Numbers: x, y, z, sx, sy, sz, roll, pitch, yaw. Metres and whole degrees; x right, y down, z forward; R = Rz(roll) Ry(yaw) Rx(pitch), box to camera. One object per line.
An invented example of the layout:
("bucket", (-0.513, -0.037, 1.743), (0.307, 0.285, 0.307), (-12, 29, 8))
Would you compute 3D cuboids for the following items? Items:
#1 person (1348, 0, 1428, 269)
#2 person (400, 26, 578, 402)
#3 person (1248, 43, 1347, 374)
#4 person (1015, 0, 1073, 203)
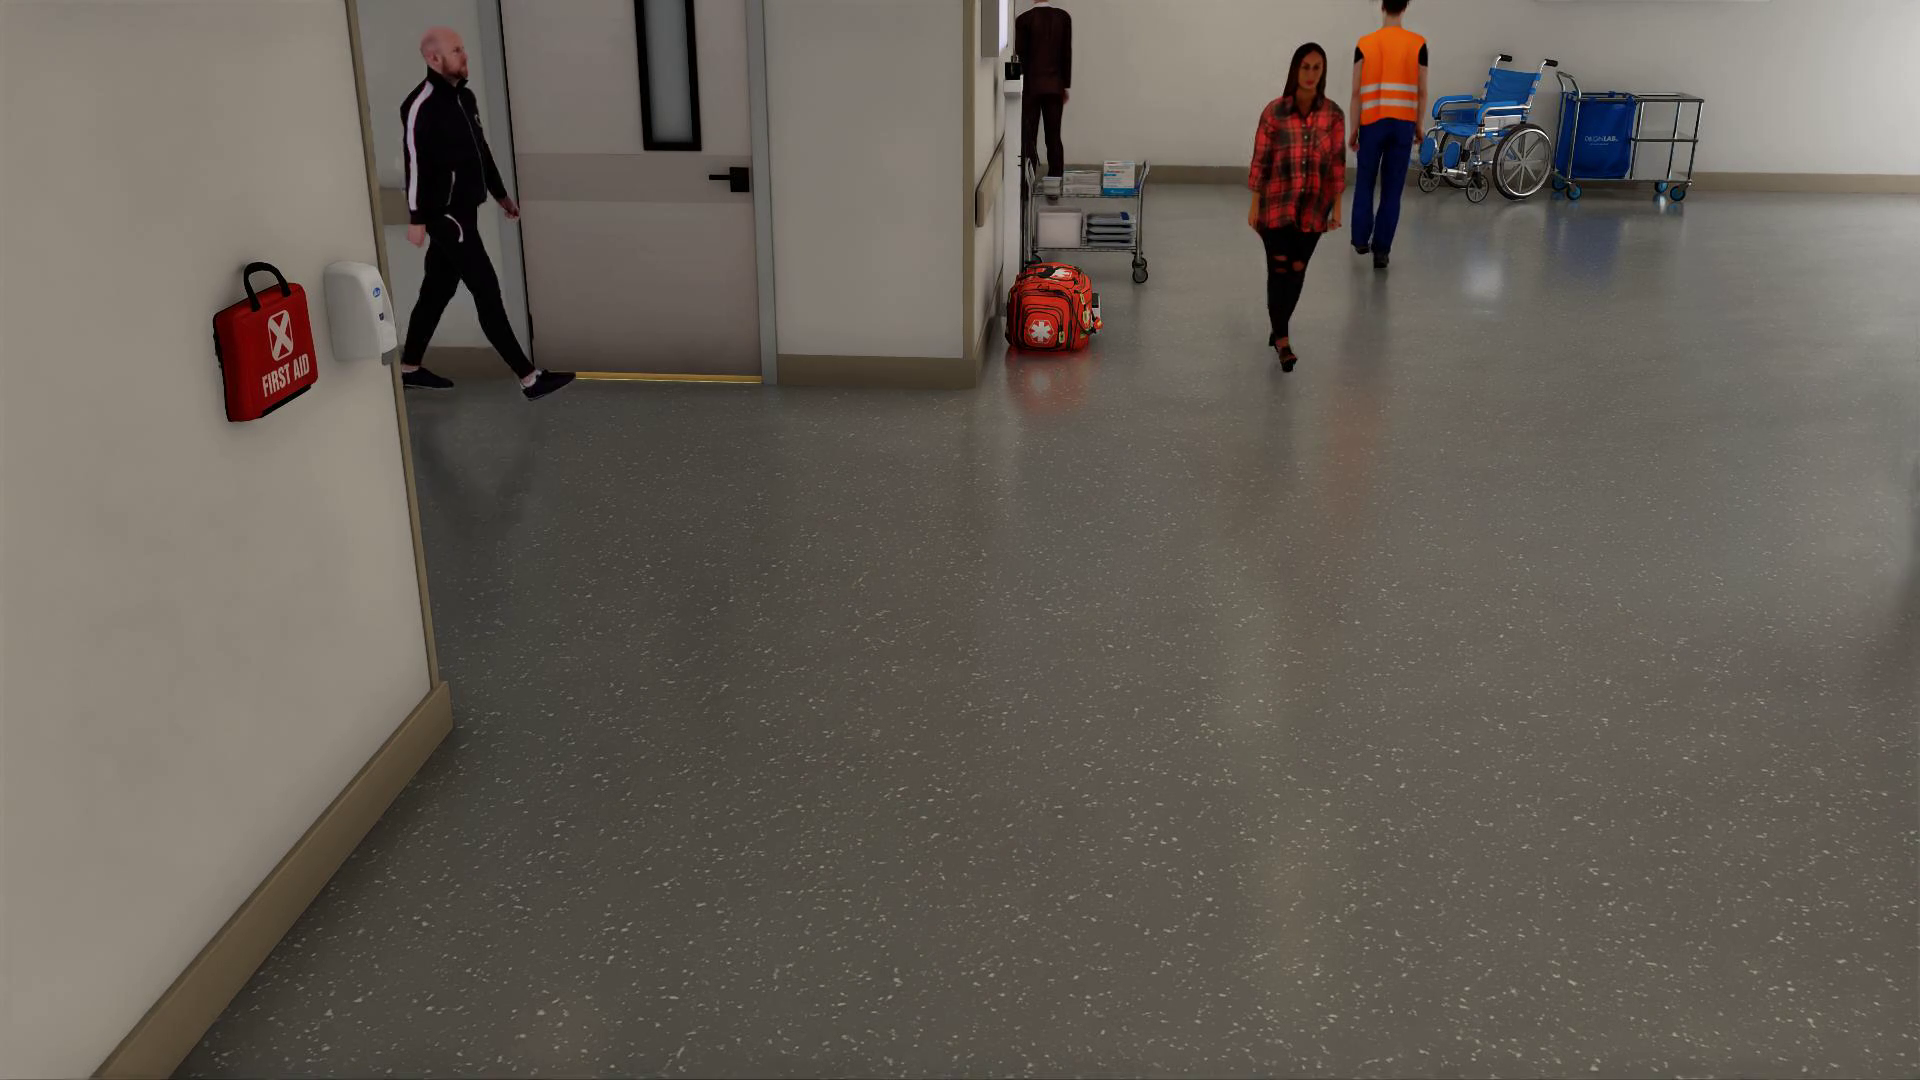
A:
("person", (2.898, -2.777, 11.275), (0.759, 1.860, 1.027), (5, 21, 13))
("person", (-2.561, -1.518, 8.076), (0.713, 1.772, 1.136), (2, 21, 5))
("person", (1.764, -1.750, 8.851), (0.744, 1.656, 1.104), (-1, 21, -3))
("person", (0.687, -3.808, 13.990), (0.771, 1.866, 0.761), (-7, 22, -19))
